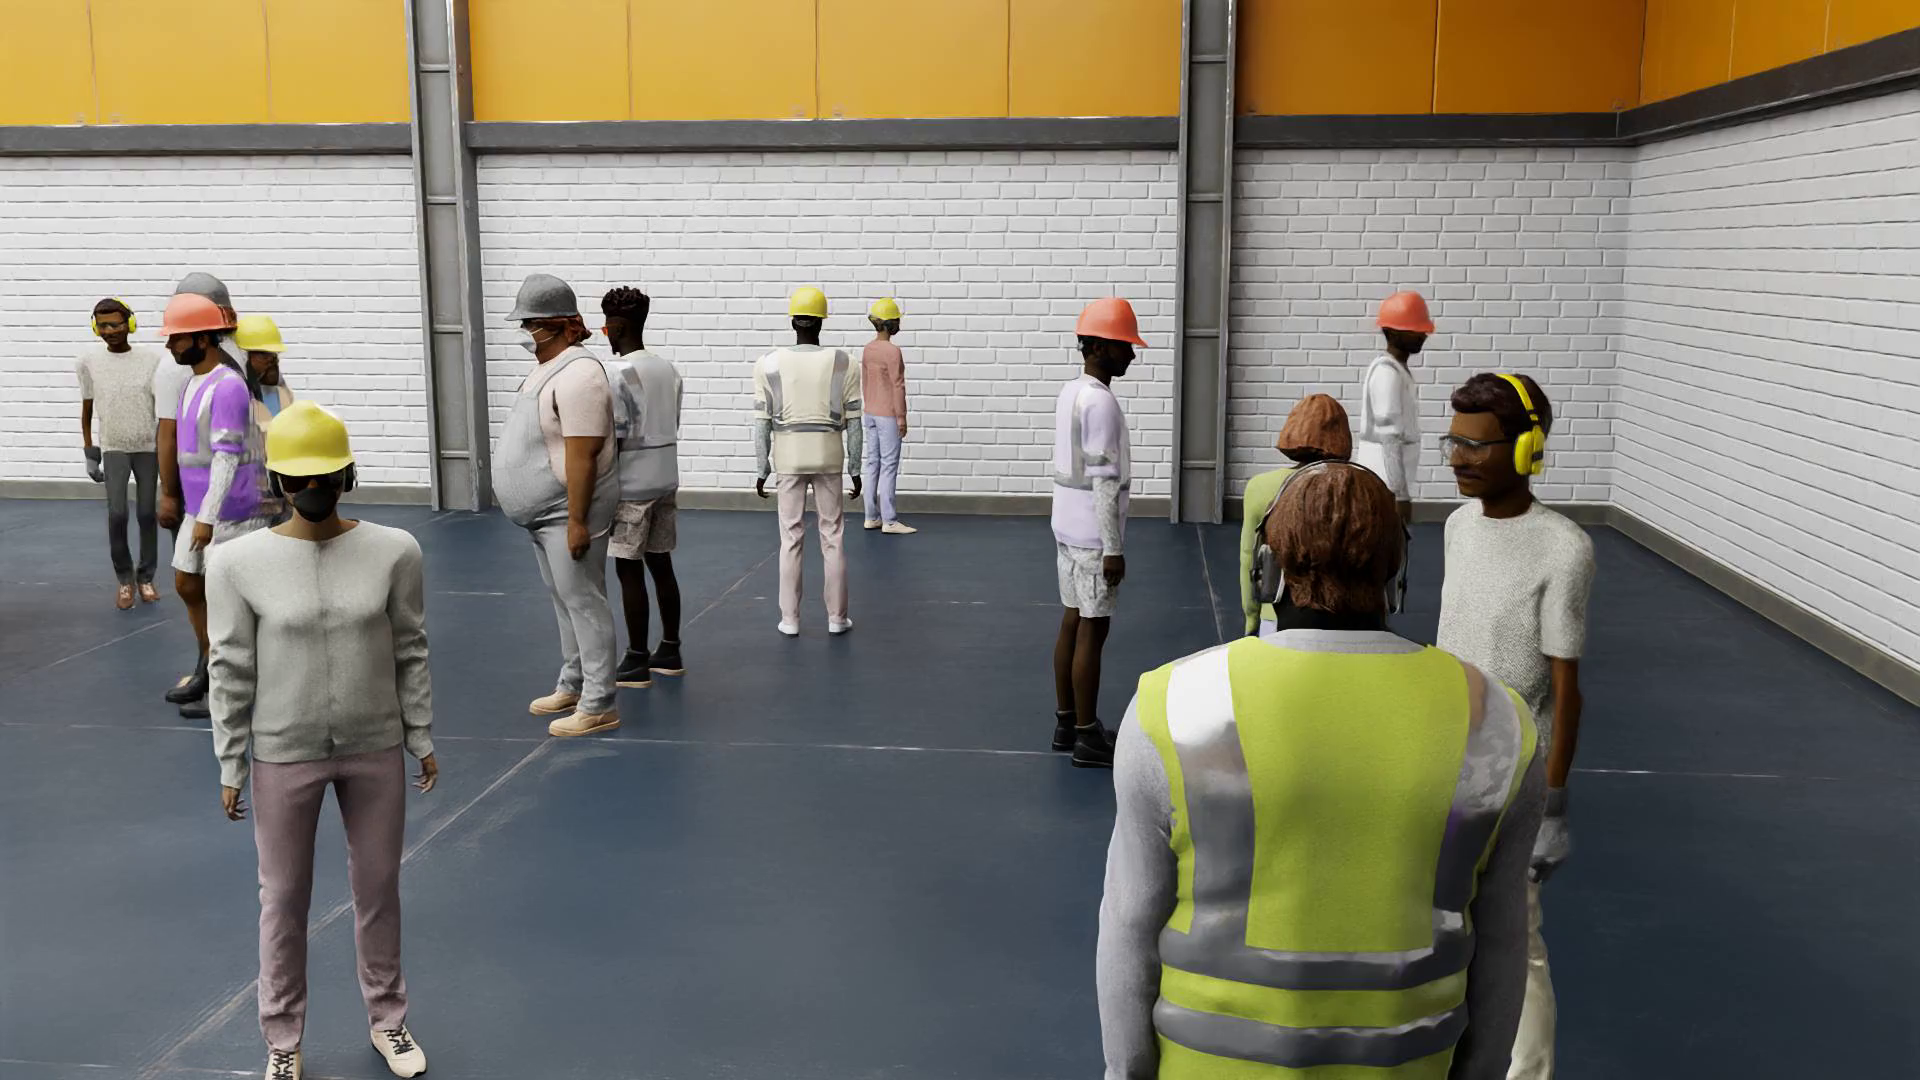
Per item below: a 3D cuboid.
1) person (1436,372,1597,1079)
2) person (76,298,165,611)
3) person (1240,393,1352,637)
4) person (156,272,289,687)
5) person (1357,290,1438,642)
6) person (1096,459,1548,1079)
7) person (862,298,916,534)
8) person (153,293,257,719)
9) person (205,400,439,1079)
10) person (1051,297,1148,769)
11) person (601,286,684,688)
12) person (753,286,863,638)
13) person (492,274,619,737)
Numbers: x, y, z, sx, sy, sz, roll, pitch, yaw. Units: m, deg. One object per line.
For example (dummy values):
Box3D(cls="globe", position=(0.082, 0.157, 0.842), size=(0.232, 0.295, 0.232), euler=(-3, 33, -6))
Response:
Box3D(cls="person", position=(1.223, 0.544, 3.828), size=(0.326, 1.861, 0.508), euler=(-3, 10, -17))
Box3D(cls="person", position=(-4.909, -0.510, 9.898), size=(0.539, 1.843, 0.627), euler=(-6, 11, -29))
Box3D(cls="person", position=(1.224, 0.304, 5.839), size=(0.501, 1.631, 0.285), euler=(6, 11, 30))
Box3D(cls="person", position=(-3.587, -0.285, 8.046), size=(0.537, 2.000, 0.699), euler=(4, 11, 21))
Box3D(cls="person", position=(2.248, -0.328, 8.609), size=(0.374, 1.932, 0.558), euler=(2, 10, 14))
Box3D(cls="person", position=(0.517, 0.793, 2.492), size=(0.635, 1.830, 0.429), euler=(-1, 10, -3))
Box3D(cls="person", position=(-0.552, -0.926, 12.493), size=(0.306, 1.772, 0.527), euler=(-6, 12, -33))
Box3D(cls="person", position=(-3.437, -0.150, 7.586), size=(0.420, 1.931, 0.564), euler=(-10, 14, -44))
Box3D(cls="person", position=(-1.572, 0.532, 4.155), size=(0.533, 1.767, 0.326), euler=(-6, 12, -31))
Box3D(cls="person", position=(0.571, -0.029, 6.888), size=(0.376, 1.932, 0.543), euler=(-2, 10, -11))
Box3D(cls="person", position=(-1.581, -0.261, 8.164), size=(0.390, 1.954, 0.608), euler=(4, 11, 23))
Box3D(cls="person", position=(-0.831, -0.423, 9.156), size=(0.595, 1.925, 0.375), euler=(-1, 10, -5))
Box3D(cls="person", position=(-1.787, -0.167, 7.365), size=(0.536, 2.000, 0.684), euler=(-5, 11, -26))
